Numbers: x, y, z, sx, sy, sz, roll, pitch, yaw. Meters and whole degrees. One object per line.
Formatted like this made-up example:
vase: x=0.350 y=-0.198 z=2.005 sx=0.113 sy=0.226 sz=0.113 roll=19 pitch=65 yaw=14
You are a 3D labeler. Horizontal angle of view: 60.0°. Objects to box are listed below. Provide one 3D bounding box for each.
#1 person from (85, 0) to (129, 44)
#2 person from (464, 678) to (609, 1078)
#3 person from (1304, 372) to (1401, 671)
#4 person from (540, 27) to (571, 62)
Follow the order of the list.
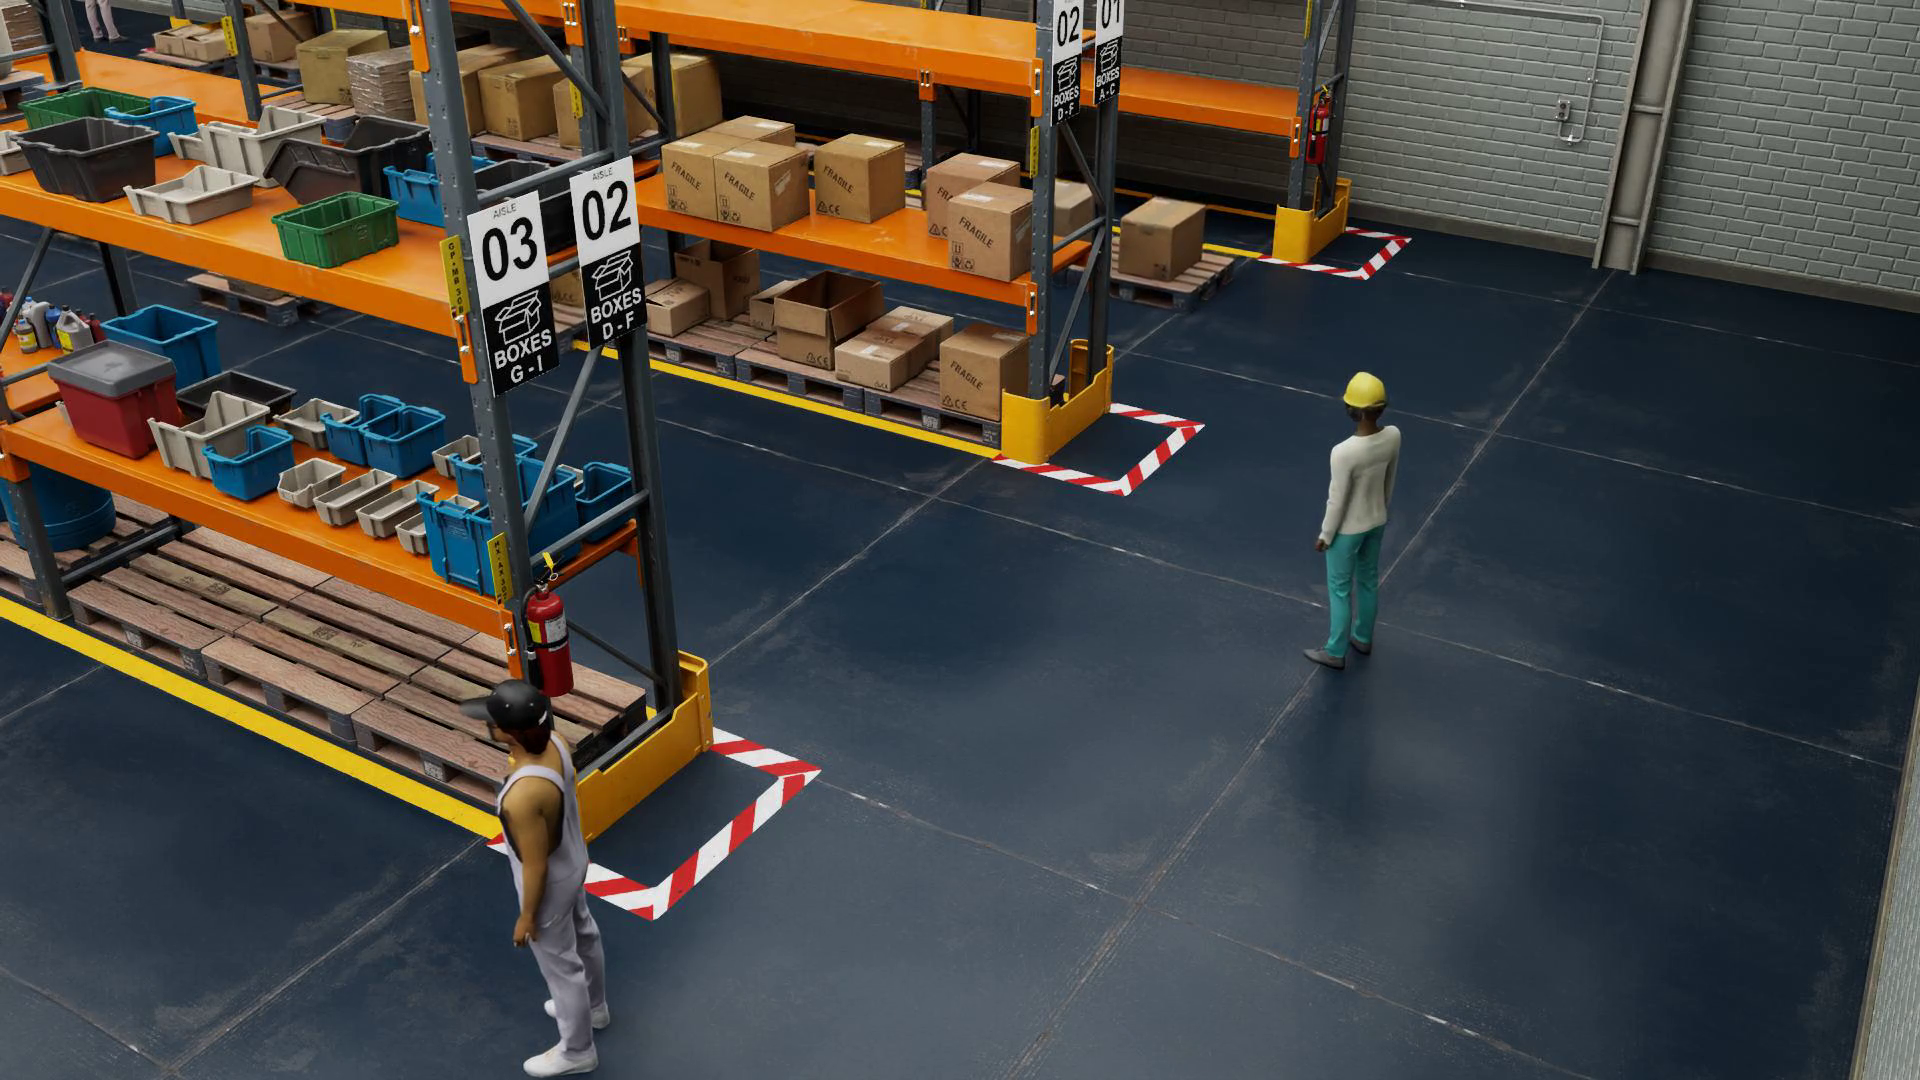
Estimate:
person: x=-12.062 y=-7.841 z=23.088 sx=0.565 sy=1.841 sz=0.390 roll=7 pitch=30 yaw=13
person: x=-1.667 y=1.335 z=6.600 sx=0.373 sy=1.863 sz=0.509 roll=2 pitch=29 yaw=4
person: x=2.188 y=-0.101 z=9.279 sx=0.529 sy=1.765 sz=0.324 roll=-20 pitch=35 yaw=-31
person: x=-4.073 y=-4.421 z=17.104 sx=0.536 sy=1.691 sz=0.320 roll=8 pitch=30 yaw=14
